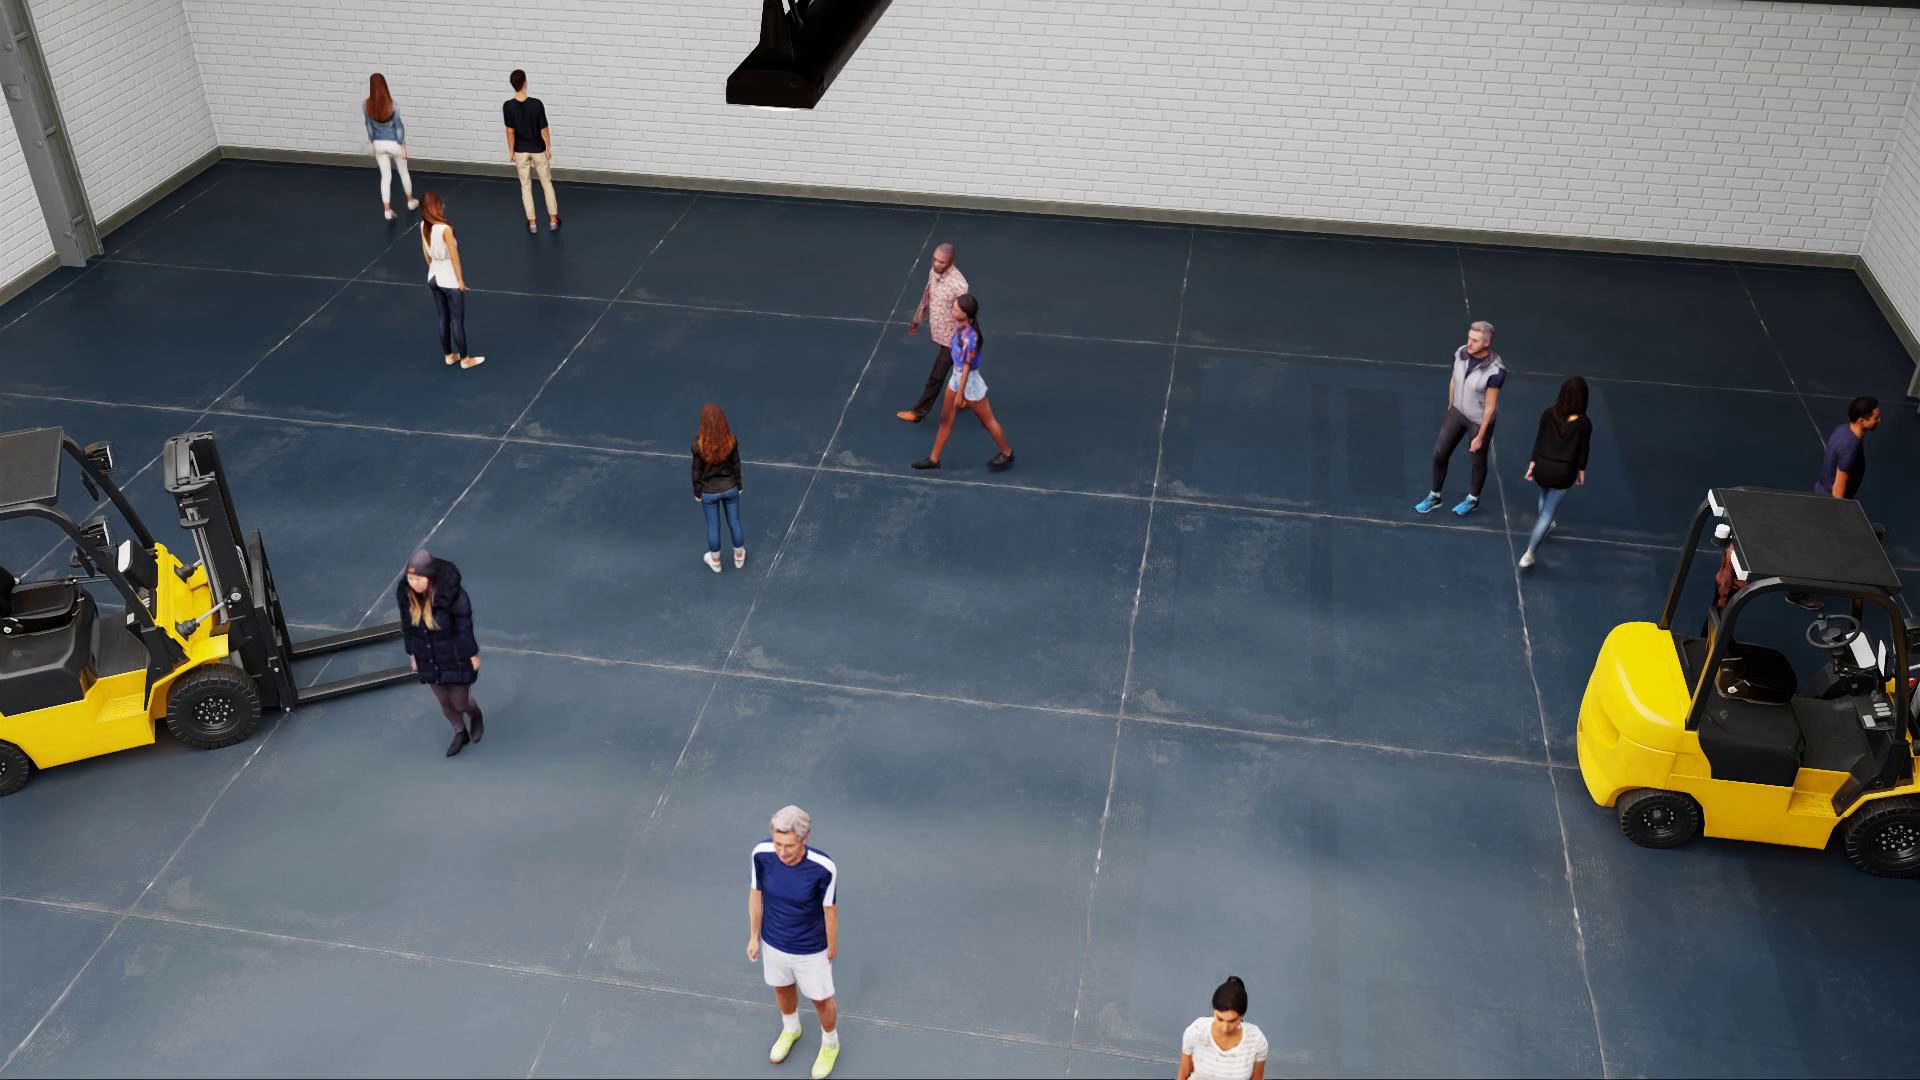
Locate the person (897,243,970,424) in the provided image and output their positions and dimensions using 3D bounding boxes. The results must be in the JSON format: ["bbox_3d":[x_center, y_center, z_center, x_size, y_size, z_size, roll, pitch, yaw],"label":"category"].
[{"bbox_3d":[-0.009,-1.906,15.226,1.199,1.761,1.239,-14,36,-20],"label":"person"}]

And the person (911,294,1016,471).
[{"bbox_3d":[0.159,-1.320,14.412,0.999,1.686,1.180,-9,35,-13],"label":"person"}]

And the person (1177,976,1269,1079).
[{"bbox_3d":[1.286,2.762,8.318,0.580,1.634,0.757,7,34,11],"label":"person"}]

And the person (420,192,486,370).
[{"bbox_3d":[-4.992,-2.508,16.110,0.654,1.785,0.649,21,39,28],"label":"person"}]

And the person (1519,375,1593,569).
[{"bbox_3d":[4.731,-0.516,13.270,0.908,1.611,1.152,22,39,29],"label":"person"}]

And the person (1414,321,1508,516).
[{"bbox_3d":[4.338,-1.022,13.860,0.985,1.800,0.924,-24,40,-31],"label":"person"}]

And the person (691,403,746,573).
[{"bbox_3d":[-1.918,-0.419,13.242,0.621,1.481,0.640,-12,36,-18],"label":"person"}]

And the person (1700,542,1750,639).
[{"bbox_3d":[5.708,0.322,12.333,0.666,1.254,0.581,28,43,35],"label":"person"}]

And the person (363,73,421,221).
[{"bbox_3d":[-6.638,-4.503,19.203,0.731,1.684,1.032,1,34,1],"label":"person"}]

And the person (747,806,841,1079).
[{"bbox_3d":[-0.900,2.135,9.080,0.674,1.834,0.660,11,35,15],"label":"person"}]

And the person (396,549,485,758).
[{"bbox_3d":[-3.475,0.732,11.341,0.665,1.667,0.668,7,34,10],"label":"person"}]

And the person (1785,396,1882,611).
[{"bbox_3d":[6.694,-0.319,12.810,0.746,1.793,0.535,12,36,18],"label":"person"}]

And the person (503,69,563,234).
[{"bbox_3d":[-4.883,-4.420,18.923,0.700,1.856,0.669,-7,34,-11],"label":"person"}]
